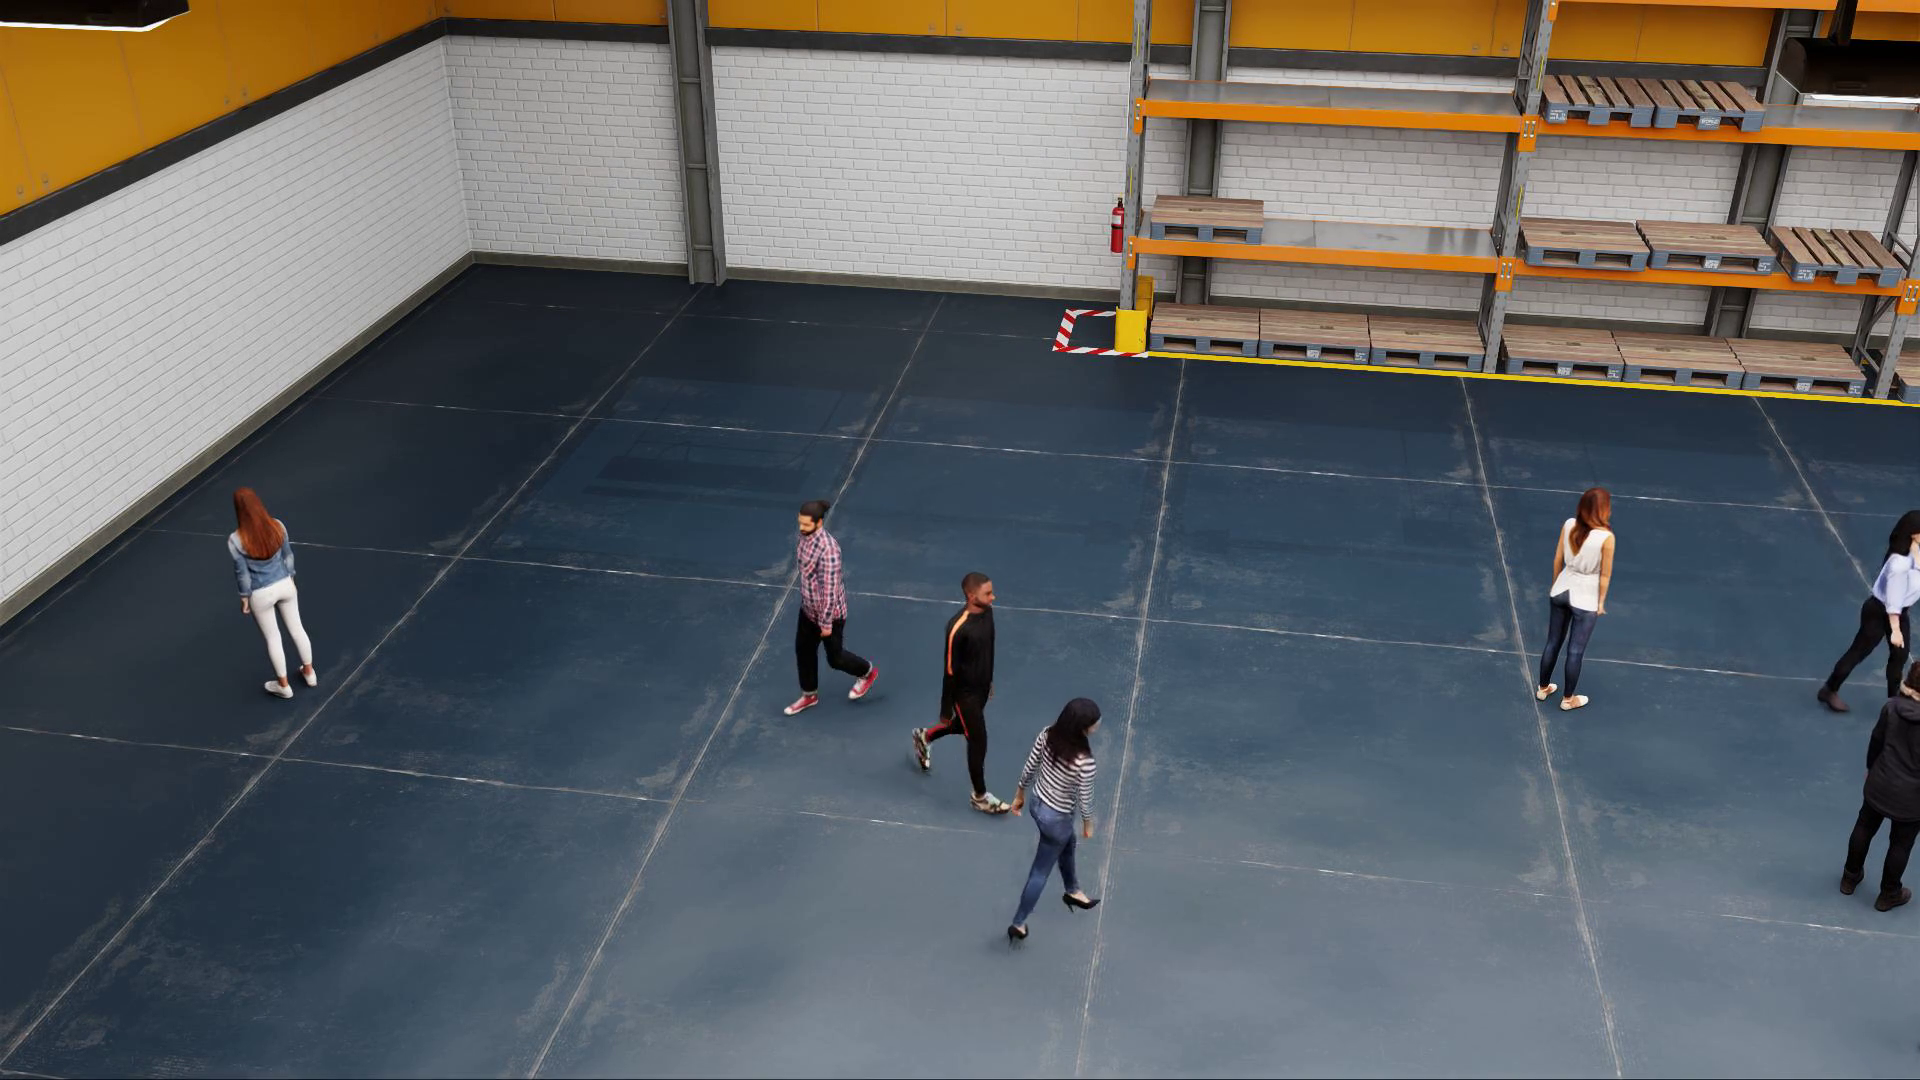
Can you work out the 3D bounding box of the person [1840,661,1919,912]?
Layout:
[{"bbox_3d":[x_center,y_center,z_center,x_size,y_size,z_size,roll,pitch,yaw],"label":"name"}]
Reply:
[{"bbox_3d":[5.784,1.495,10.217,0.789,1.781,0.730,-18,33,-29],"label":"person"}]

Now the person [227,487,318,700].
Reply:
[{"bbox_3d":[-5.097,0.391,12.324,0.700,1.700,0.690,24,37,37],"label":"person"}]

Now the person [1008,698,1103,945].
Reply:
[{"bbox_3d":[0.496,1.698,9.884,1.058,1.742,0.995,-25,37,-38],"label":"person"}]

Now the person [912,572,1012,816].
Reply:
[{"bbox_3d":[-0.031,0.975,11.179,1.243,1.772,0.986,19,34,31],"label":"person"}]

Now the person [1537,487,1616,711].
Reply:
[{"bbox_3d":[4.500,0.426,12.172,0.722,1.785,0.650,-21,35,-33],"label":"person"}]

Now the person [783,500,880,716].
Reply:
[{"bbox_3d":[-0.944,0.473,12.132,1.098,1.739,1.052,-17,33,-28],"label":"person"}]

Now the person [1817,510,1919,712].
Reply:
[{"bbox_3d":[6.593,0.531,12.047,1.063,1.719,0.945,22,36,35],"label":"person"}]
